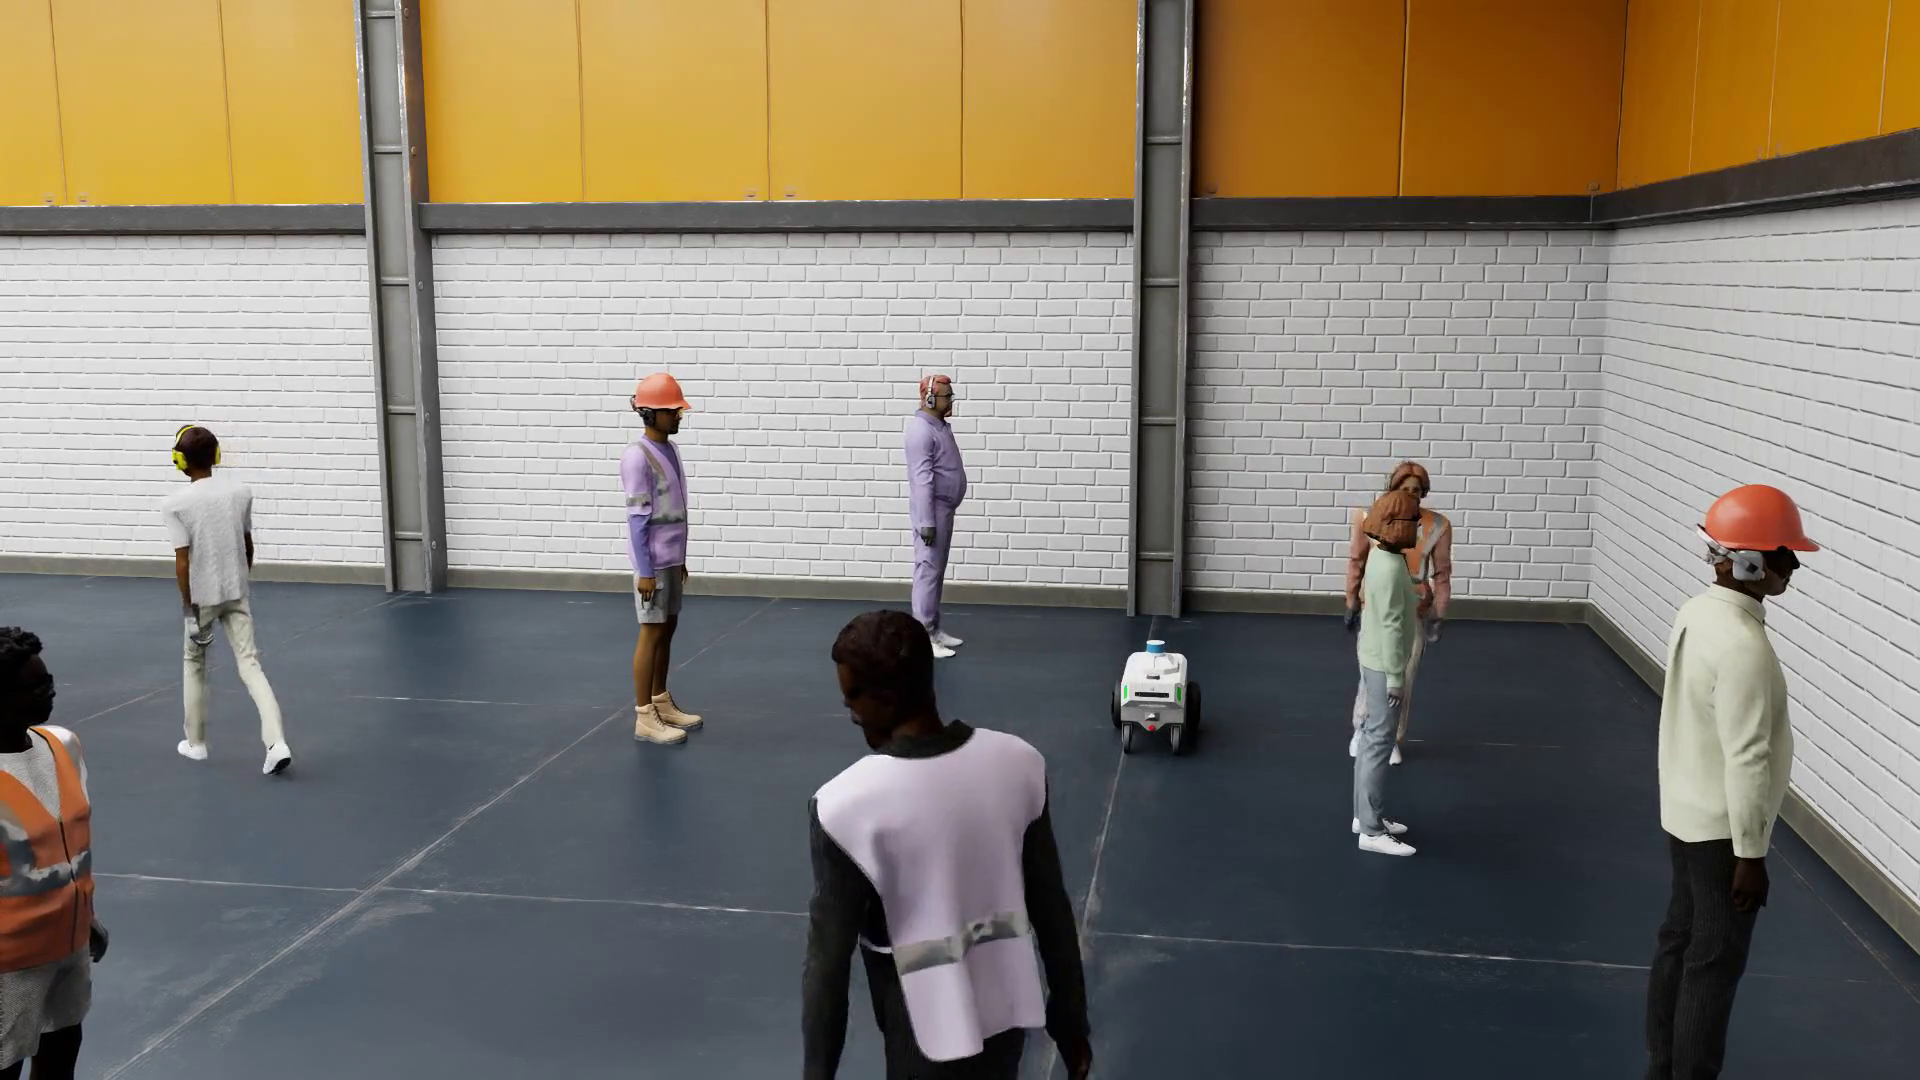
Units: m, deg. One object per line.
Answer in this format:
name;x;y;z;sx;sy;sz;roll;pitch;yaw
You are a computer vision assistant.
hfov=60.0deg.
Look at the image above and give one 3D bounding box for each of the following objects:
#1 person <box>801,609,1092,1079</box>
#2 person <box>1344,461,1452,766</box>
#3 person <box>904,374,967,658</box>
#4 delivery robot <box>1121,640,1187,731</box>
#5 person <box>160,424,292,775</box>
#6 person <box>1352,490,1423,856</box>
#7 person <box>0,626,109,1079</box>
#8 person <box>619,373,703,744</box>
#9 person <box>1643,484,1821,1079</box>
person;-0.023;1.098;3.641;0.611;1.853;0.534;-8;12;-40
person;2.285;0.390;8.717;0.531;1.618;0.389;1;9;8
person;-0.156;-0.170;11.309;0.409;1.906;0.652;1;9;9
delivery robot;1.079;0.799;9.203;0.477;0.478;0.707;1;9;9
person;-3.833;0.310;8.627;0.966;1.830;0.505;9;13;44
person;1.930;0.585;7.494;0.273;1.632;0.507;1;9;9
person;-2.444;1.061;4.355;0.315;1.698;0.541;1;9;9
person;-1.646;0.097;9.233;0.369;2.044;0.615;1;9;9
person;2.254;0.825;4.901;0.384;1.993;0.622;1;9;9
